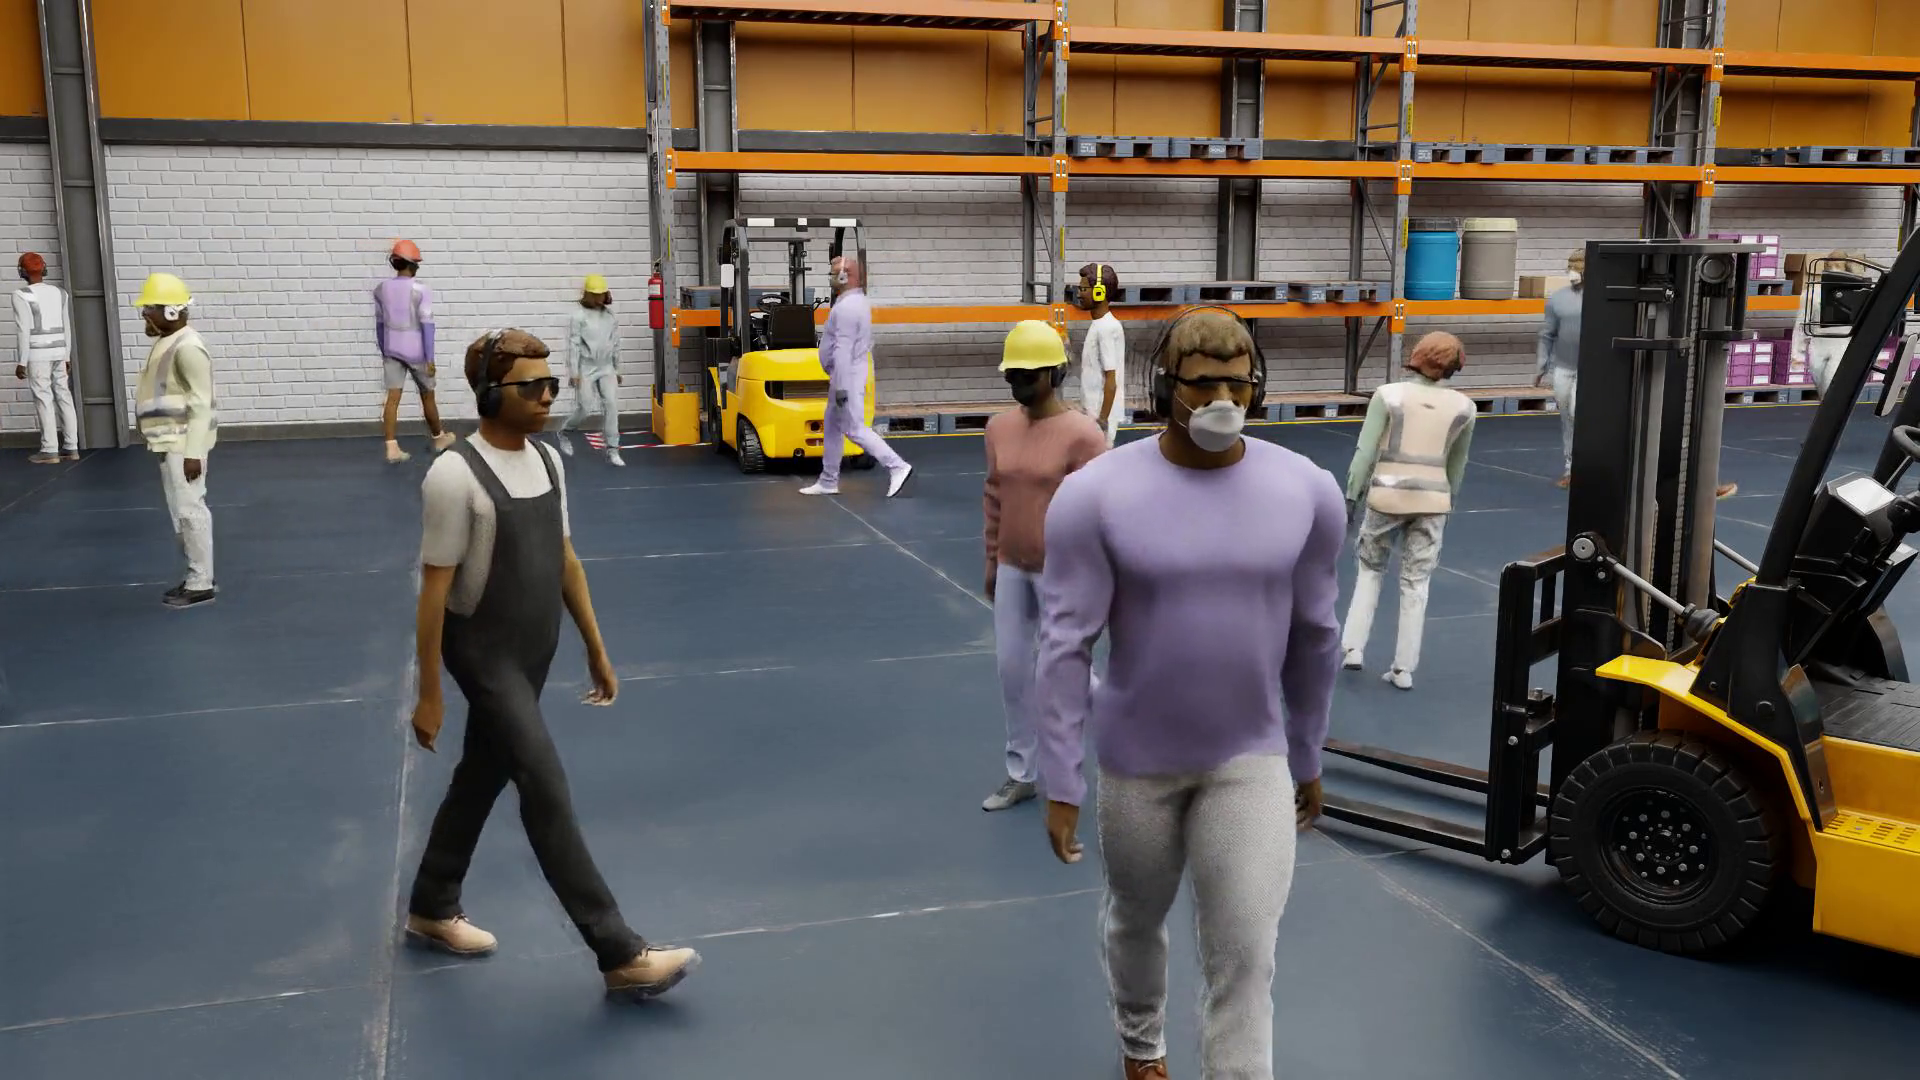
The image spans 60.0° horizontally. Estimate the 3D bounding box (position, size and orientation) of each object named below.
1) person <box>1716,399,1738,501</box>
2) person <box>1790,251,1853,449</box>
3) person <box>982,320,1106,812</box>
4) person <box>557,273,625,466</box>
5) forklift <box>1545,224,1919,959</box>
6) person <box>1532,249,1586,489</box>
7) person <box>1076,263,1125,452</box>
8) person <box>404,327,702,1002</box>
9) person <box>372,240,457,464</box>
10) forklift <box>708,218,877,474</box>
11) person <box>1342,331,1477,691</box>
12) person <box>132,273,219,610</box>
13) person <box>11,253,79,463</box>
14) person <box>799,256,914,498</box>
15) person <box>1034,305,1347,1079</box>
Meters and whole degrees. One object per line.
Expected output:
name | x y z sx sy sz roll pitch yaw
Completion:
person | 5.228 -1.141 12.102 1.056 1.924 0.635 0 10 0
person | 8.050 -1.722 15.428 1.040 1.882 0.651 -10 14 -42
person | 0.341 0.086 5.916 0.535 1.747 0.567 9 14 40
person | -3.295 -1.525 14.843 0.517 1.710 0.705 -10 14 -43
forklift | 2.909 0.117 4.508 2.313 2.155 1.214 9 14 40
person | 4.894 -1.337 13.241 0.585 1.921 0.646 -8 13 -38
person | 0.804 -0.685 9.797 0.322 1.871 0.531 0 10 2
person | -1.175 0.330 4.460 1.012 1.787 0.529 3 11 18
person | -4.989 -1.718 15.127 0.630 1.984 1.031 2 11 13
forklift | -1.522 -1.778 14.899 1.214 2.155 2.313 -3 11 -17
person | 2.016 -0.127 7.496 0.590 1.600 0.425 0 10 2
person | -4.297 -0.543 9.133 0.404 1.832 0.598 -8 13 -37
person | -8.223 -1.627 14.931 0.356 1.881 0.575 3 11 17
person | -0.802 -1.253 12.906 0.869 1.879 0.648 1 10 4
person | 0.477 0.464 3.458 0.651 1.884 1.012 0 10 -2
